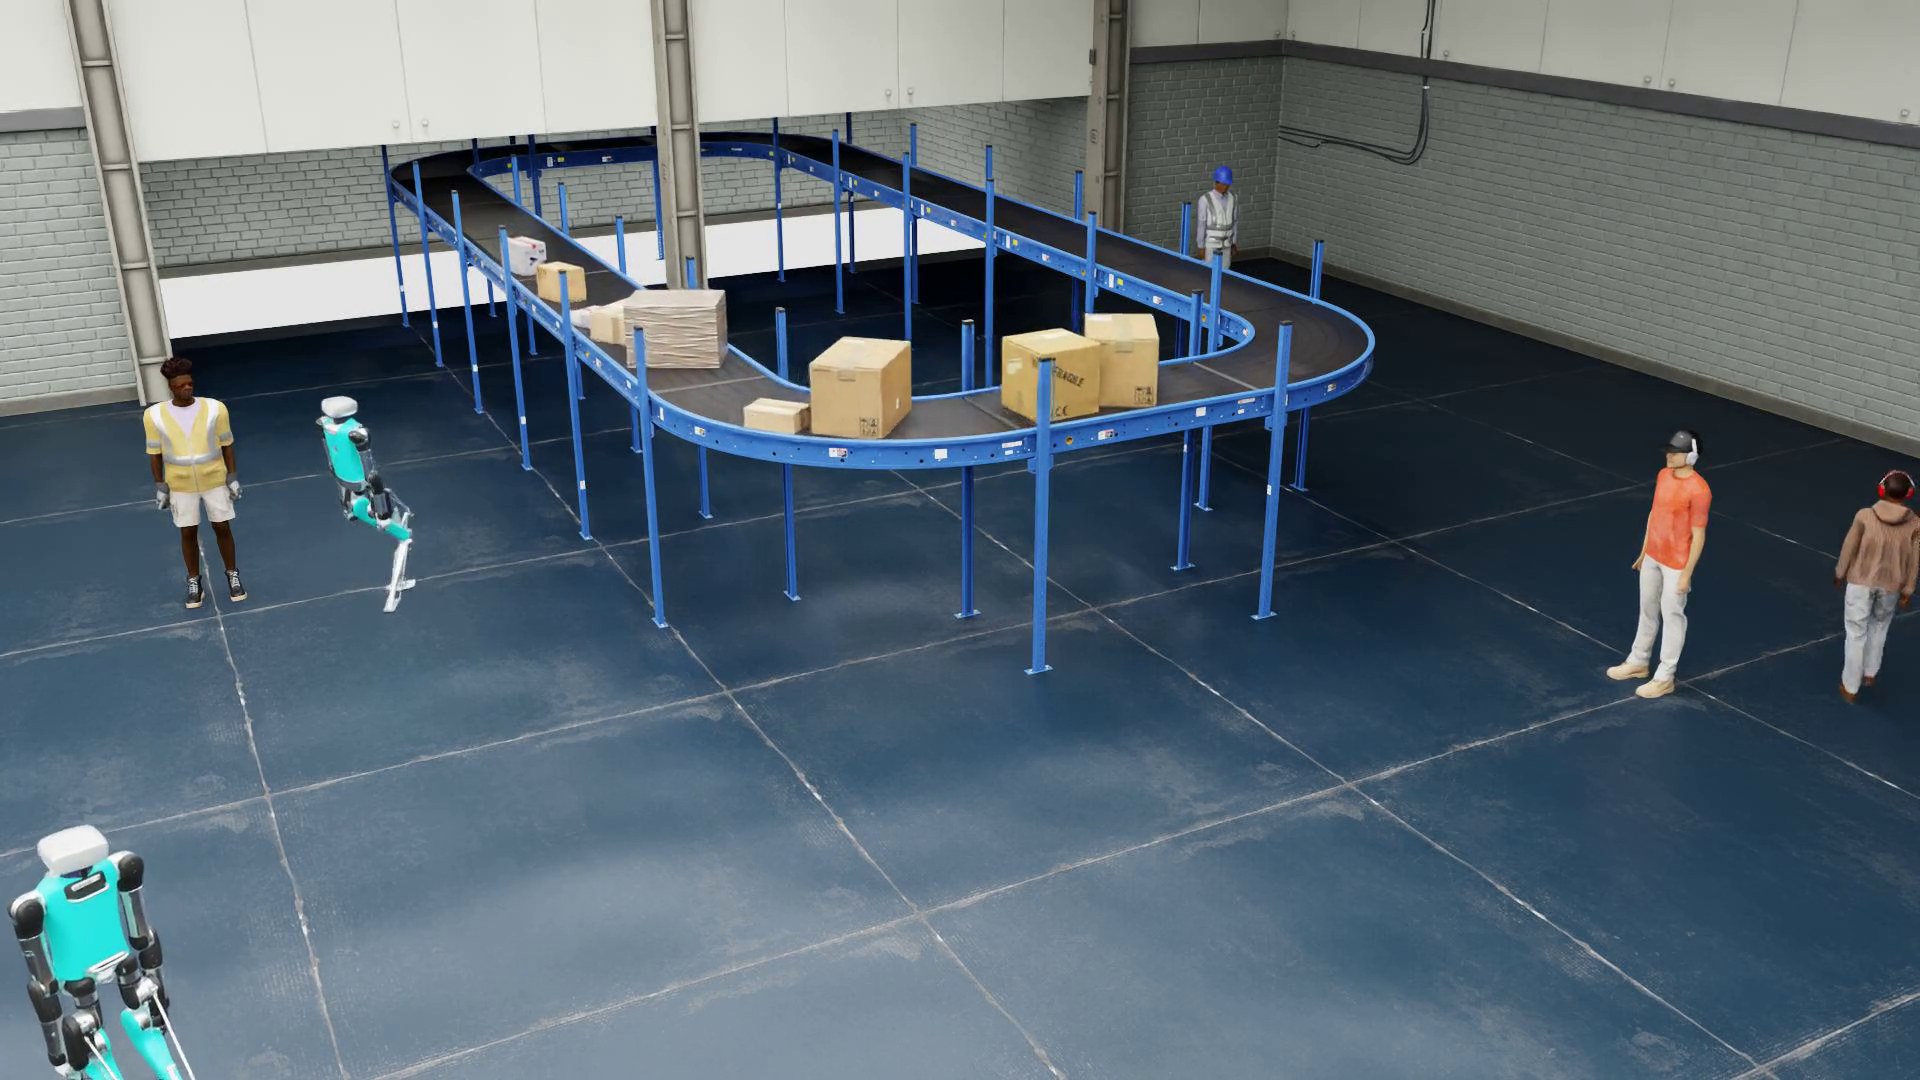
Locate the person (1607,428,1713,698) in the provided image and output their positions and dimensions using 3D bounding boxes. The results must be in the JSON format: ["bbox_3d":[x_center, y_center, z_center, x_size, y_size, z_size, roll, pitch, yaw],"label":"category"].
[{"bbox_3d":[4.791,0.153,11.310,0.405,1.912,0.474,-6,23,-15],"label":"person"}]

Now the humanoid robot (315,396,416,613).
[{"bbox_3d":[-4.376,-0.311,12.690,0.597,1.771,0.875,15,26,32],"label":"humanoid robot"}]

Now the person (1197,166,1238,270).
[{"bbox_3d":[3.233,-3.722,20.860,0.607,1.937,0.416,-12,25,-28],"label":"person"}]

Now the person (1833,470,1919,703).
[{"bbox_3d":[6.212,0.288,11.333,0.465,1.633,0.578,6,23,15],"label":"person"}]

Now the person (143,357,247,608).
[{"bbox_3d":[-5.835,-0.446,12.716,0.612,1.965,0.361,-10,24,-23],"label":"person"}]

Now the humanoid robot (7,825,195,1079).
[{"bbox_3d":[-3.305,2.092,6.801,0.901,1.817,0.551,14,26,31],"label":"humanoid robot"}]
